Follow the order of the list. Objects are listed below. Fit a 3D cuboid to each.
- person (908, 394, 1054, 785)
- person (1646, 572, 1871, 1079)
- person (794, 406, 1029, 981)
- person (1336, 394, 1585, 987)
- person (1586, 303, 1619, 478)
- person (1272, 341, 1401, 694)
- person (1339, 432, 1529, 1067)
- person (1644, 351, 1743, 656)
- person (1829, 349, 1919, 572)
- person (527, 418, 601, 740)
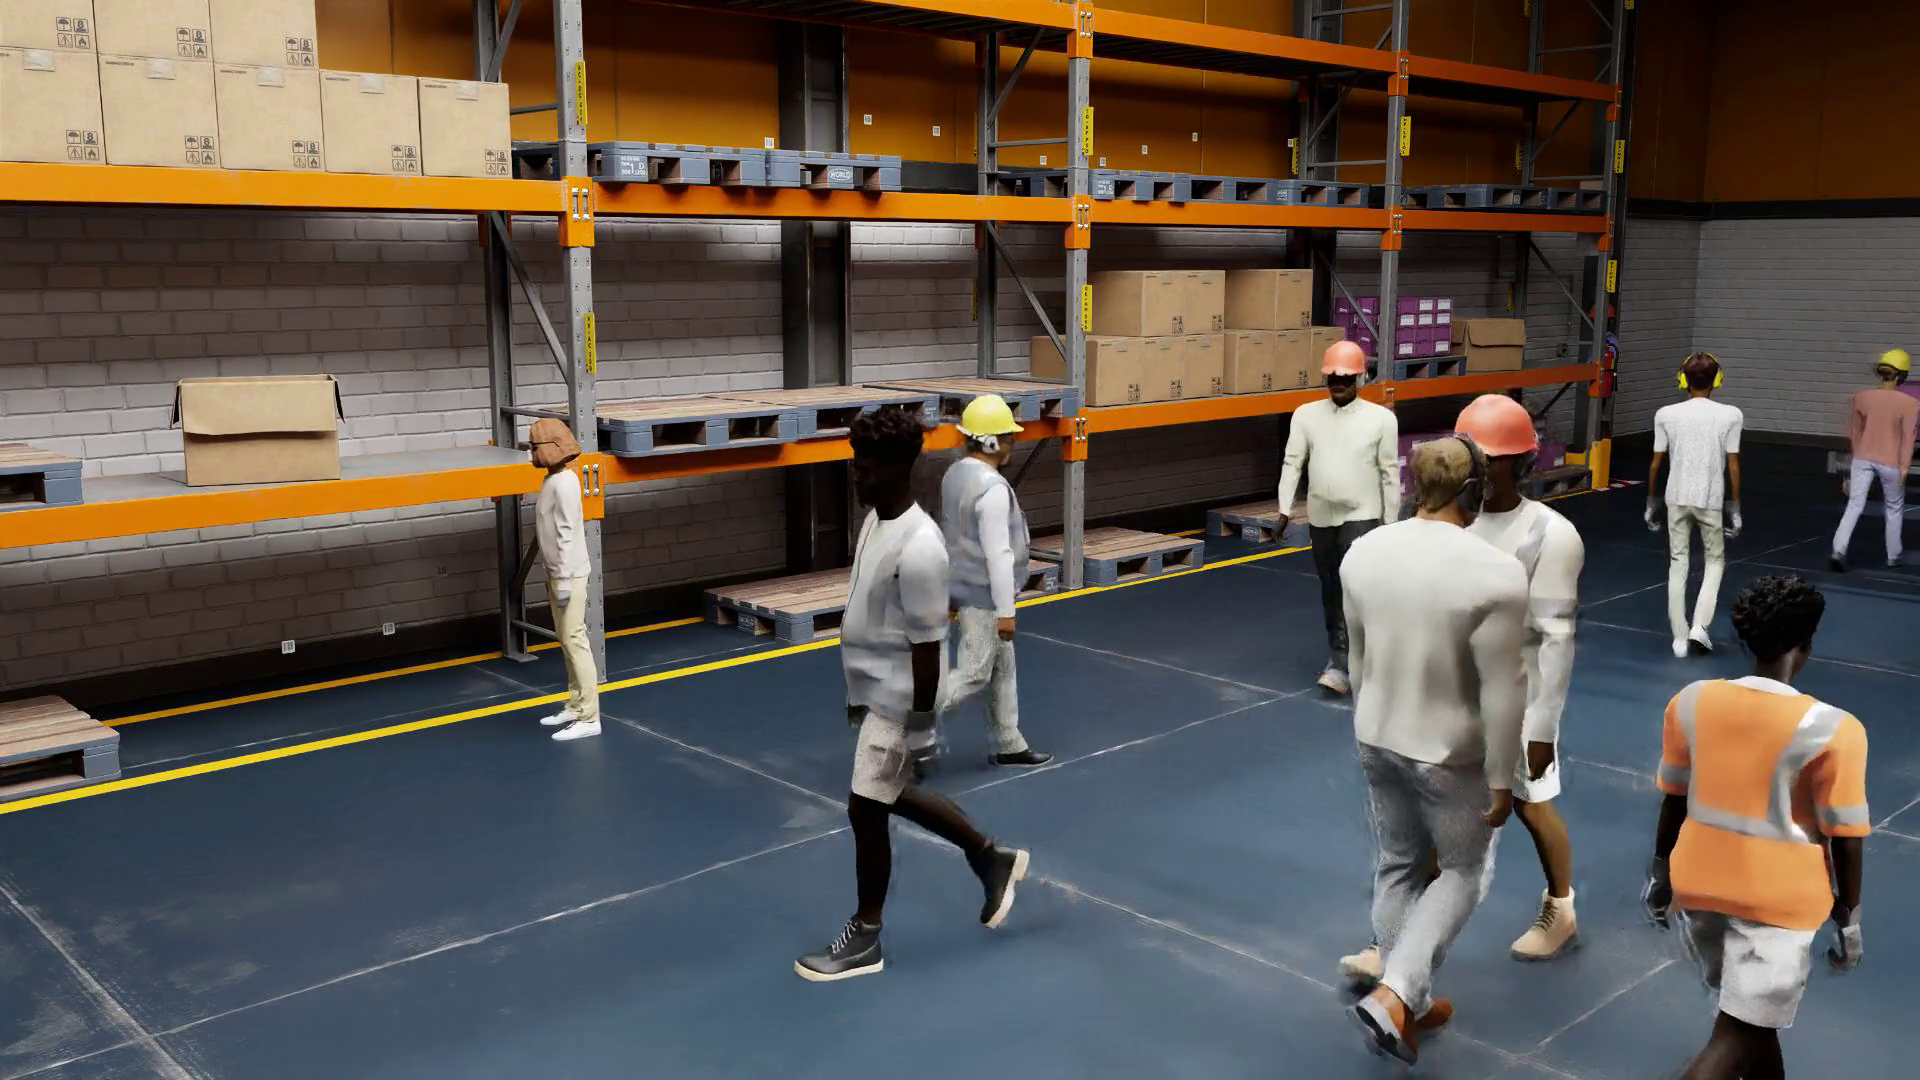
[{"bbox_3d":[0.029,0.232,7.670,0.826,1.811,0.594,-3,10,-17],"label":"person"},{"bbox_3d":[1.956,0.904,4.198,0.852,1.644,0.537,-5,11,-26],"label":"person"},{"bbox_3d":[-0.159,0.507,5.645,0.810,1.944,0.614,-2,10,-13],"label":"person"},{"bbox_3d":[1.762,0.509,5.537,1.054,1.987,0.635,-6,11,-31],"label":"person"},{"bbox_3d":[6.995,-1.637,18.223,0.362,1.939,0.542,1,10,7],"label":"person"},{"bbox_3d":[2.096,-0.127,9.334,0.625,1.952,0.961,6,11,31],"label":"person"},{"bbox_3d":[1.353,0.642,4.966,0.565,1.919,0.632,-8,13,-41],"label":"person"},{"bbox_3d":[4.448,-0.209,10.089,0.569,1.855,0.374,5,11,29],"label":"person"},{"bbox_3d":[7.064,-0.609,12.799,0.871,1.730,0.521,-8,12,-39],"label":"person"},{"bbox_3d":[-2.024,0.191,8.444,0.282,1.626,0.491,-4,11,-23],"label":"person"}]
